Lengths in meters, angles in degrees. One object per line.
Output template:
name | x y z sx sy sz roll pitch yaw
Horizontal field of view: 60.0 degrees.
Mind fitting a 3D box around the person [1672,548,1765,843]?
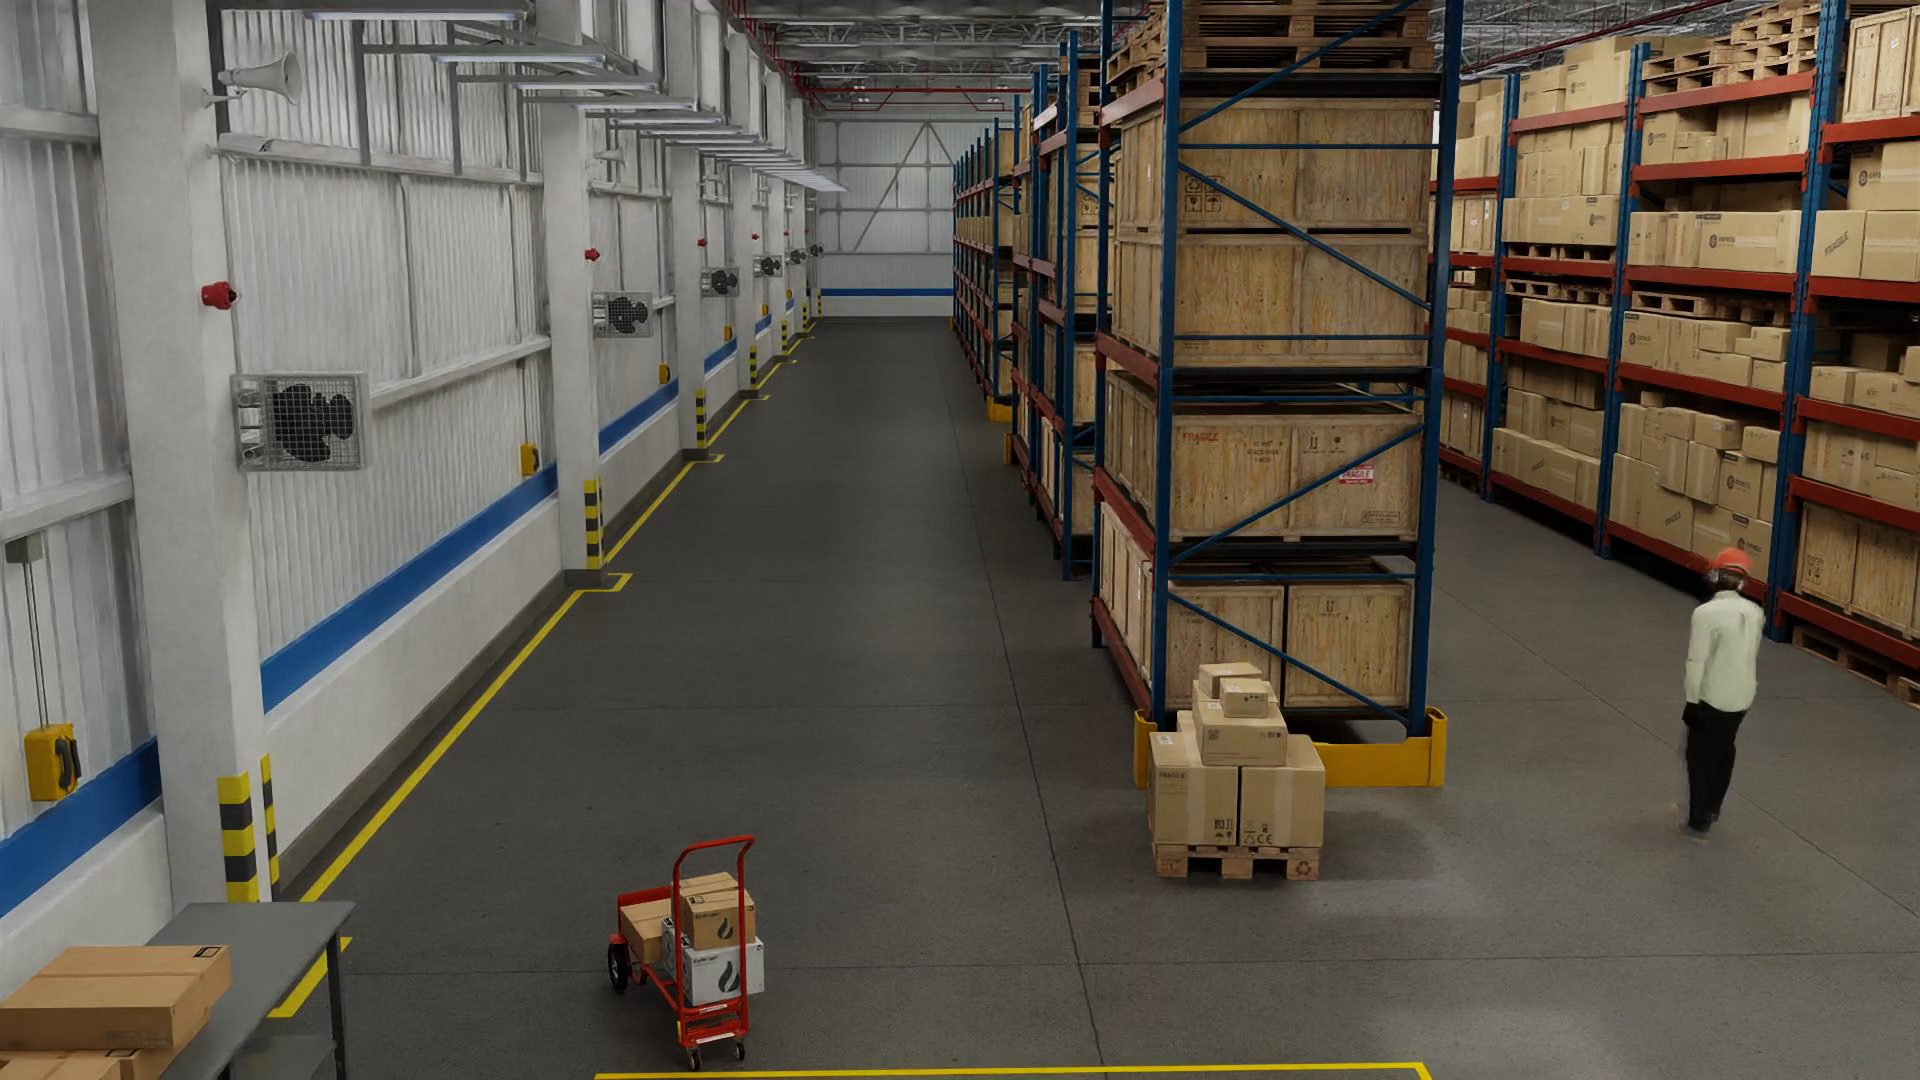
person | 4.982 1.012 11.054 0.627 1.948 0.584 -5 12 -26
